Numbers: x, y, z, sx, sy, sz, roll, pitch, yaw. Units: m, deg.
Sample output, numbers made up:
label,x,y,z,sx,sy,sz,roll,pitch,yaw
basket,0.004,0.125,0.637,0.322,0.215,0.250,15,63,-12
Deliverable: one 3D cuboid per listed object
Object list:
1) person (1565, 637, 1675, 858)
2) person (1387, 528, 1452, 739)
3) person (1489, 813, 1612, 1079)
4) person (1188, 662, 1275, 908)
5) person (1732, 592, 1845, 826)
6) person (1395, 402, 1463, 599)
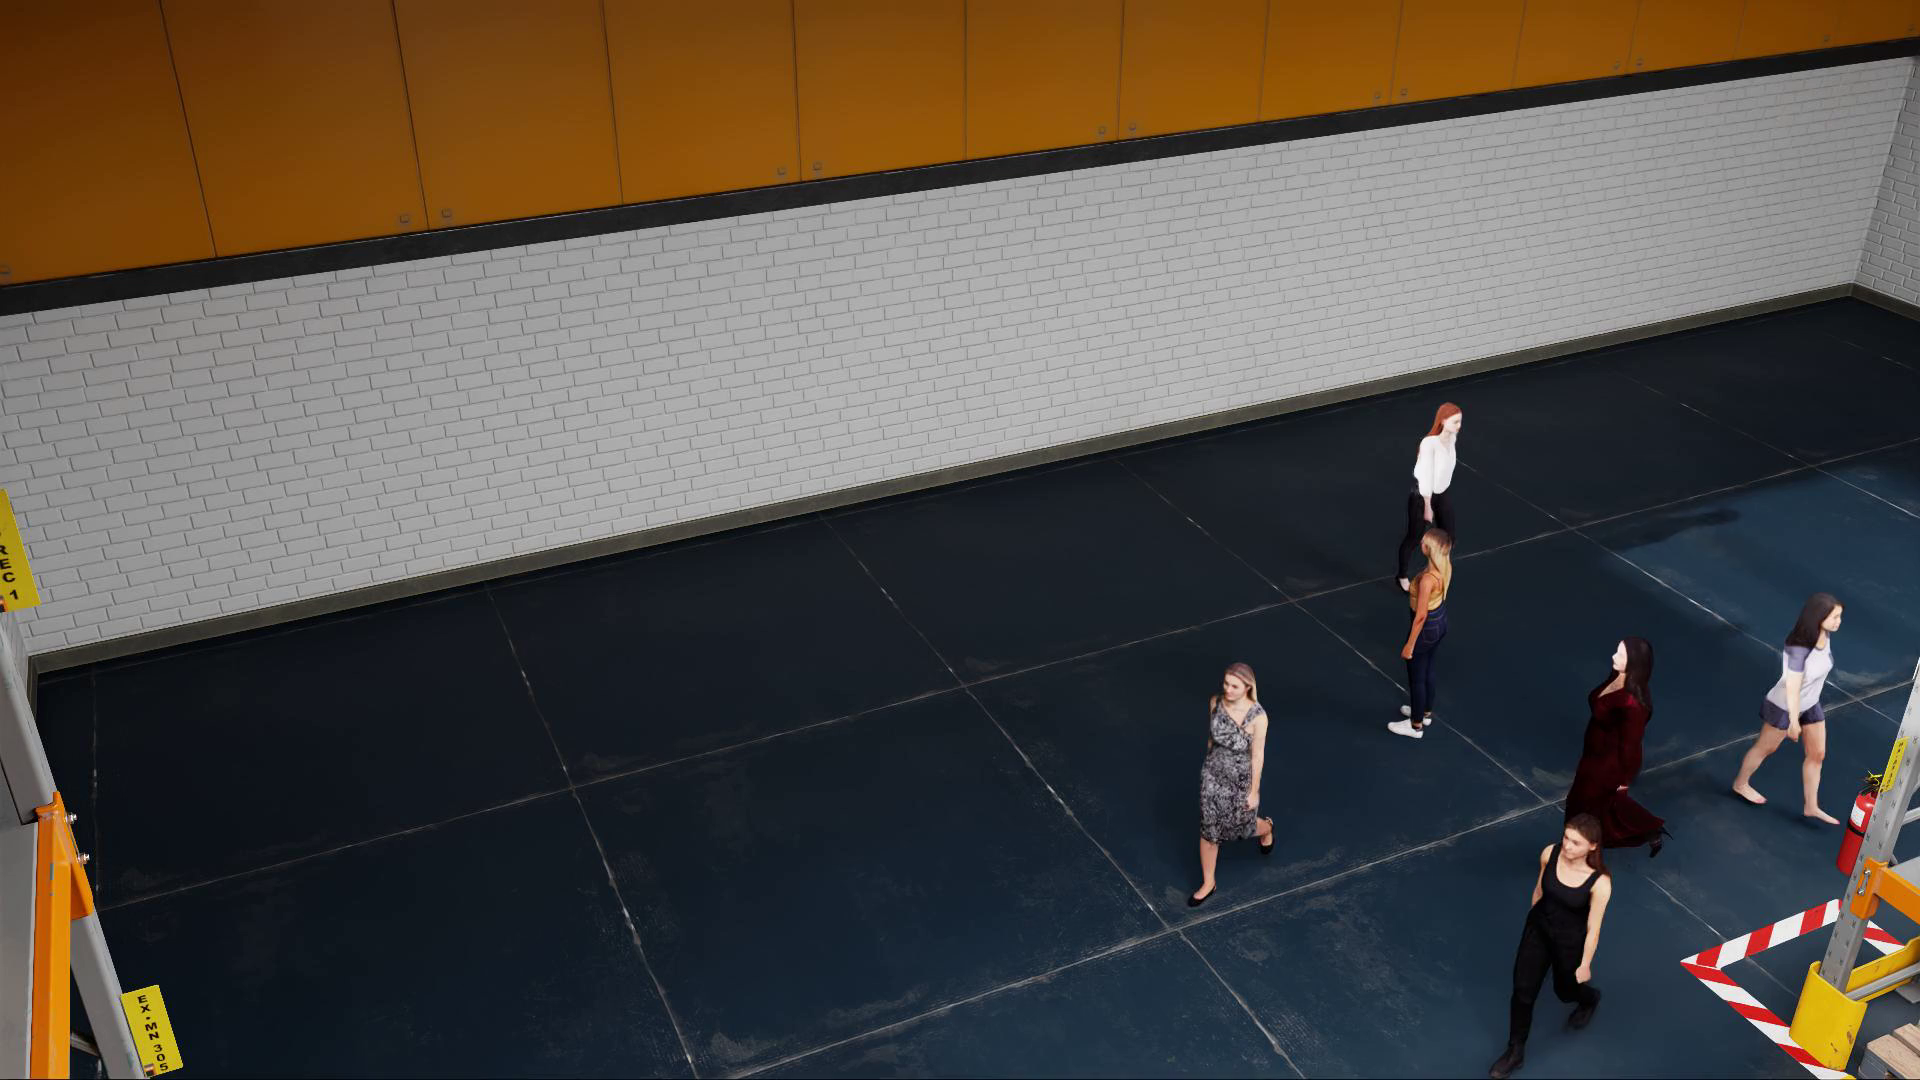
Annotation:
label,x,y,z,sx,sy,sz,roll,pitch,yaw
person,4.143,1.375,10.342,1.071,1.733,1.077,5,29,9
person,3.295,0.653,11.776,0.649,1.627,0.649,20,34,32
person,3.290,2.152,8.988,0.787,1.664,1.065,-20,34,-32
person,1.734,1.454,10.247,1.024,1.686,0.895,23,36,36
person,5.421,1.056,10.985,0.756,1.677,0.987,-22,35,-34
person,3.713,-0.335,13.467,0.675,1.742,0.723,-20,34,-32
